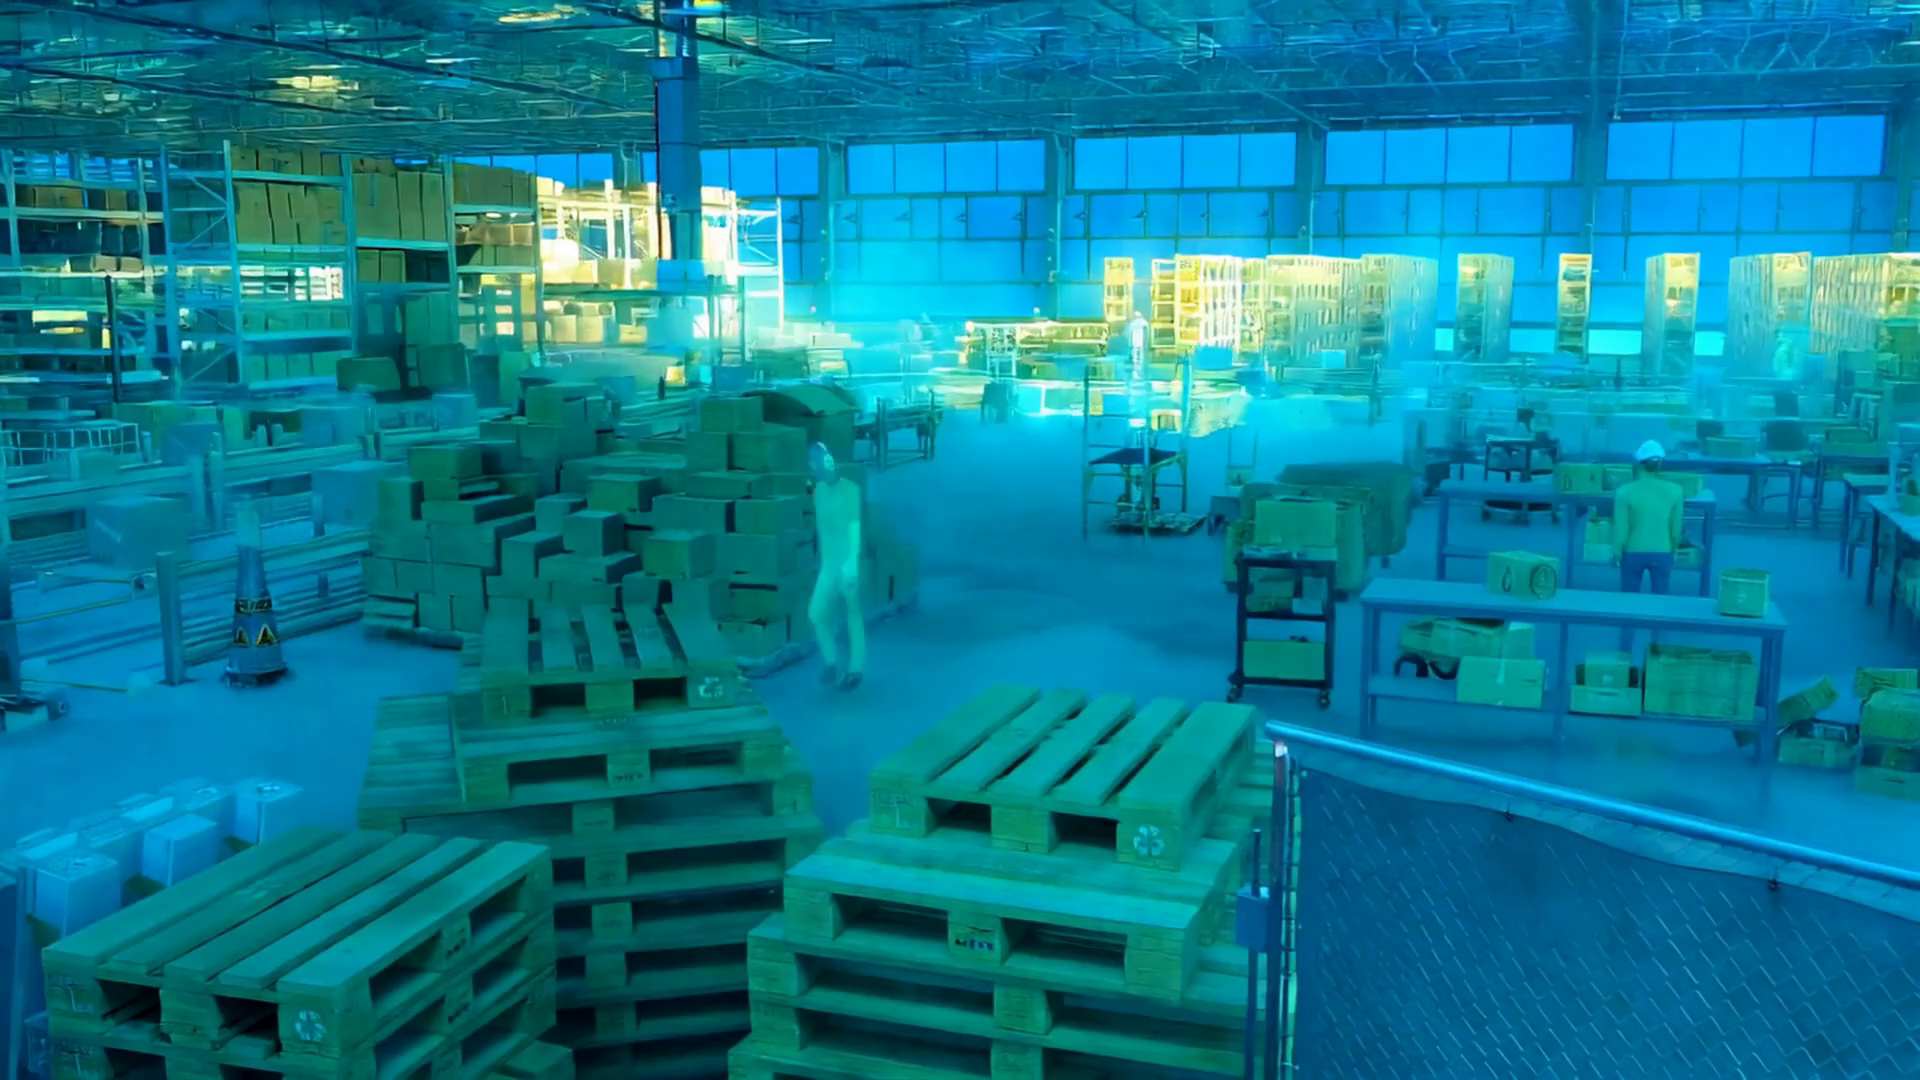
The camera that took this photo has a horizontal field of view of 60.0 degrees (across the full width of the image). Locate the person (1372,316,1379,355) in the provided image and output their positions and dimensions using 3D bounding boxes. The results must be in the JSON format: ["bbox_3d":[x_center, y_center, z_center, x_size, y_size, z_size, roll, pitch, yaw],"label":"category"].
[{"bbox_3d":[13.165,-6.341,52.759,0.434,1.977,0.602,3,10,20],"label":"person"}]

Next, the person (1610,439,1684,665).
[{"bbox_3d":[5.332,0.102,12.941,0.528,1.768,0.313,0,9,3],"label":"person"}]

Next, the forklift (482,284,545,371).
[{"bbox_3d":[-10.832,-4.702,39.610,1.129,2.768,1.873,3,10,20],"label":"forklift"}]

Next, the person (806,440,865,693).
[{"bbox_3d":[-0.886,0.204,12.040,0.557,1.843,0.521,6,11,34],"label":"person"}]

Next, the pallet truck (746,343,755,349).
[{"bbox_3d":[-6.183,-4.618,44.264,1.601,1.201,0.680,-9,12,-43],"label":"pallet truck"}]

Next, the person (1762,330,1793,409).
[{"bbox_3d":[18.338,-3.791,37.267,0.720,1.802,0.621,4,10,25],"label":"person"}]

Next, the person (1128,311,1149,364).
[{"bbox_3d":[5.604,-6.206,52.106,0.651,1.907,0.409,4,10,24],"label":"person"}]

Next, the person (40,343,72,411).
[{"bbox_3d":[-18.185,-3.129,33.453,0.596,1.685,0.332,-5,10,-26],"label":"person"}]

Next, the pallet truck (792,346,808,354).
[{"bbox_3d":[-3.705,-4.298,42.022,0.653,1.274,1.630,3,10,20],"label":"pallet truck"}]

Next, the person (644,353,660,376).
[{"bbox_3d":[-8.238,-4.896,44.732,0.509,1.632,0.267,0,9,1],"label":"person"}]

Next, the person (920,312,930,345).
[{"bbox_3d":[-1.221,-7.372,60.103,0.920,1.696,0.489,3,10,19],"label":"person"}]

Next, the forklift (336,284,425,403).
[{"bbox_3d":[-13.898,-4.709,39.655,1.129,2.768,1.873,3,10,20],"label":"forklift"}]

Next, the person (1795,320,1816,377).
[{"bbox_3d":[23.595,-5.266,46.540,0.680,1.809,0.613,7,11,36],"label":"person"}]

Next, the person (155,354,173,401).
[{"bbox_3d":[-13.760,-2.374,28.817,0.547,1.671,0.719,4,10,23],"label":"person"}]
